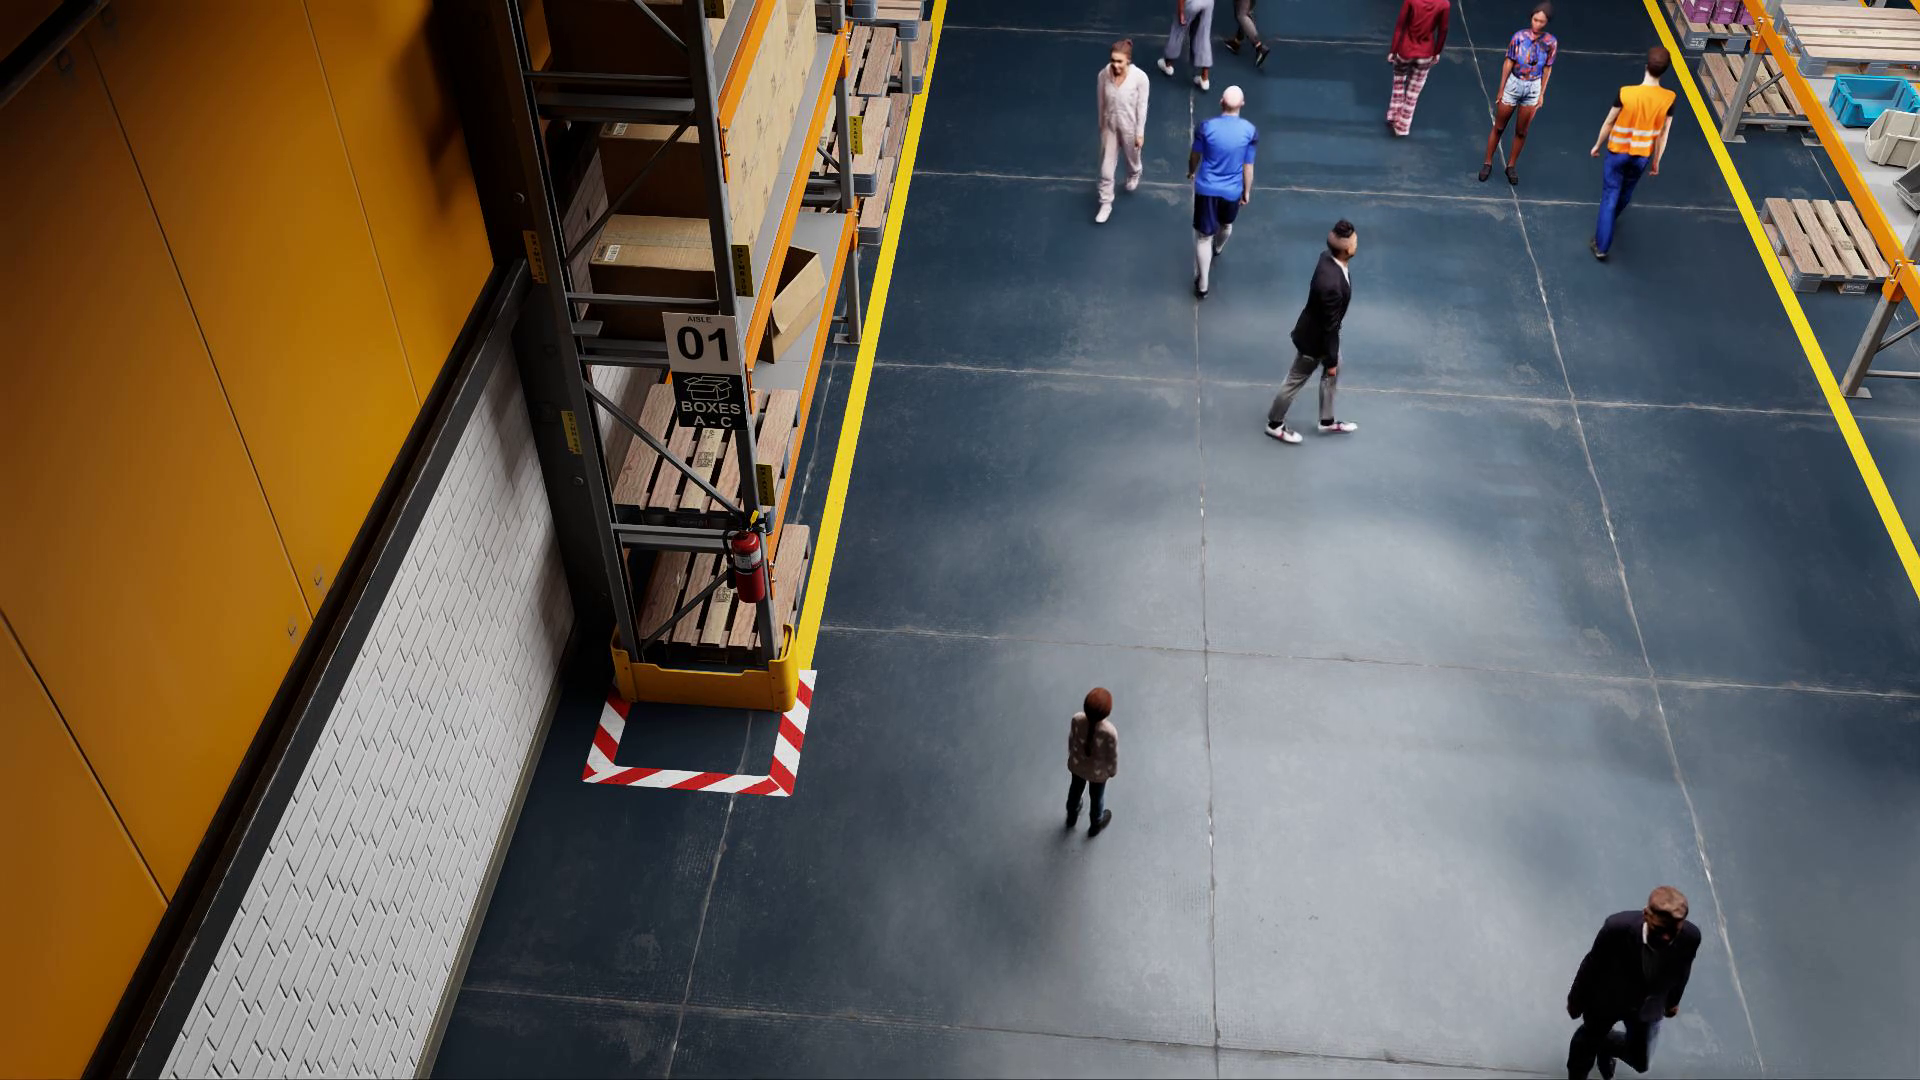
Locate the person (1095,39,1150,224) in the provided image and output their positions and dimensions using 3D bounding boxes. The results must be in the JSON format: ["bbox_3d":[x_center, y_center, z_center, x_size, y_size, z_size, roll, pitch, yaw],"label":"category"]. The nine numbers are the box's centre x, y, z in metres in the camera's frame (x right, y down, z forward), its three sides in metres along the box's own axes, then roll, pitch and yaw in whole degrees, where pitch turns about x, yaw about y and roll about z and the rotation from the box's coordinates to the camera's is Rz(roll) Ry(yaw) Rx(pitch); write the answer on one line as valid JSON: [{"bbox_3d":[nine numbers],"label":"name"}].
[{"bbox_3d":[1.478,-3.720,14.900,0.795,1.669,1.077,14,45,14],"label":"person"}]

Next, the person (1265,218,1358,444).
[{"bbox_3d":[2.591,-1.571,12.453,0.925,1.932,0.929,11,45,11],"label":"person"}]

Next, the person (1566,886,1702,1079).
[{"bbox_3d":[3.416,2.256,8.529,0.738,1.804,0.695,6,44,6],"label":"person"}]

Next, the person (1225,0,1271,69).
[{"bbox_3d":[3.000,-5.656,16.912,0.979,1.696,1.127,-22,48,-22],"label":"person"}]

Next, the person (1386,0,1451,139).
[{"bbox_3d":[4.324,-4.609,15.820,0.704,1.686,0.697,7,44,8],"label":"person"}]

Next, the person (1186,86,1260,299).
[{"bbox_3d":[2.164,-2.865,13.909,0.731,1.797,1.107,0,44,0],"label":"person"}]

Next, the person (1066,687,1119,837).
[{"bbox_3d":[0.779,1.326,9.948,0.540,1.193,0.560,22,48,21],"label":"person"}]

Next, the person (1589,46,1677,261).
[{"bbox_3d":[5.751,-3.274,14.298,0.738,1.853,1.062,6,44,7],"label":"person"}]

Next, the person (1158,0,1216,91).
[{"bbox_3d":[2.398,-5.283,16.540,0.841,1.669,1.024,-17,46,-17],"label":"person"}]

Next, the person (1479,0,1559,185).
[{"bbox_3d":[5.144,-4.096,15.240,0.612,1.744,0.544,8,44,8],"label":"person"}]
